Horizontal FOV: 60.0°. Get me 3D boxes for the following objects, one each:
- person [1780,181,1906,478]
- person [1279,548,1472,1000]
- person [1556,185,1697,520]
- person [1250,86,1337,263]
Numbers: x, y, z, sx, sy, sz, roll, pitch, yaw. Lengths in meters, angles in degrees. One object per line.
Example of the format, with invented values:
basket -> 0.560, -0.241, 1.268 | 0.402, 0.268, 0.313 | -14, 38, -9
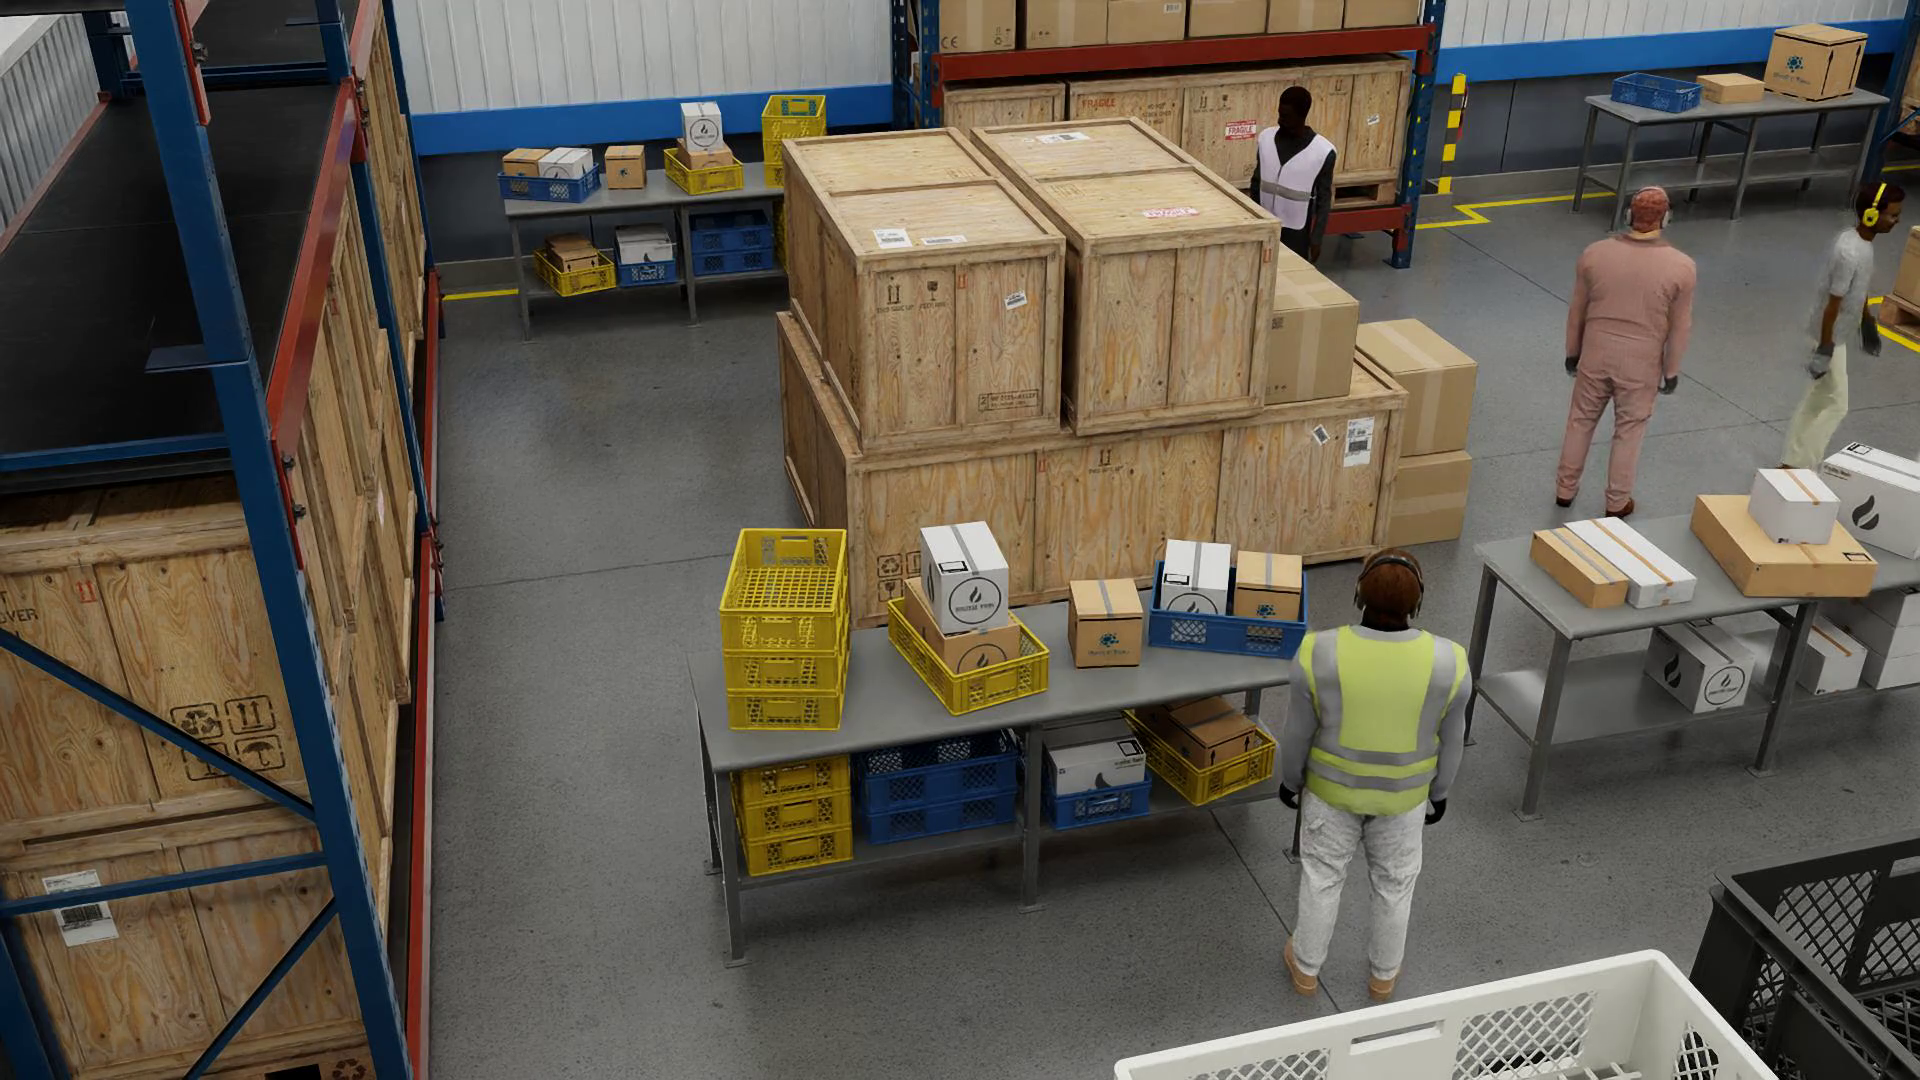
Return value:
person -> 5.080, -1.143, 9.531 | 0.434, 1.860, 0.528 | 14, 32, 24
person -> 1.440, 0.857, 5.916 | 0.619, 1.845, 0.430 | 4, 29, 8
person -> 3.697, -1.029, 9.286 | 0.650, 1.899, 0.397 | 20, 34, 32
person -> 2.205, -2.111, 11.231 | 0.587, 1.914, 0.391 | 23, 36, 35
